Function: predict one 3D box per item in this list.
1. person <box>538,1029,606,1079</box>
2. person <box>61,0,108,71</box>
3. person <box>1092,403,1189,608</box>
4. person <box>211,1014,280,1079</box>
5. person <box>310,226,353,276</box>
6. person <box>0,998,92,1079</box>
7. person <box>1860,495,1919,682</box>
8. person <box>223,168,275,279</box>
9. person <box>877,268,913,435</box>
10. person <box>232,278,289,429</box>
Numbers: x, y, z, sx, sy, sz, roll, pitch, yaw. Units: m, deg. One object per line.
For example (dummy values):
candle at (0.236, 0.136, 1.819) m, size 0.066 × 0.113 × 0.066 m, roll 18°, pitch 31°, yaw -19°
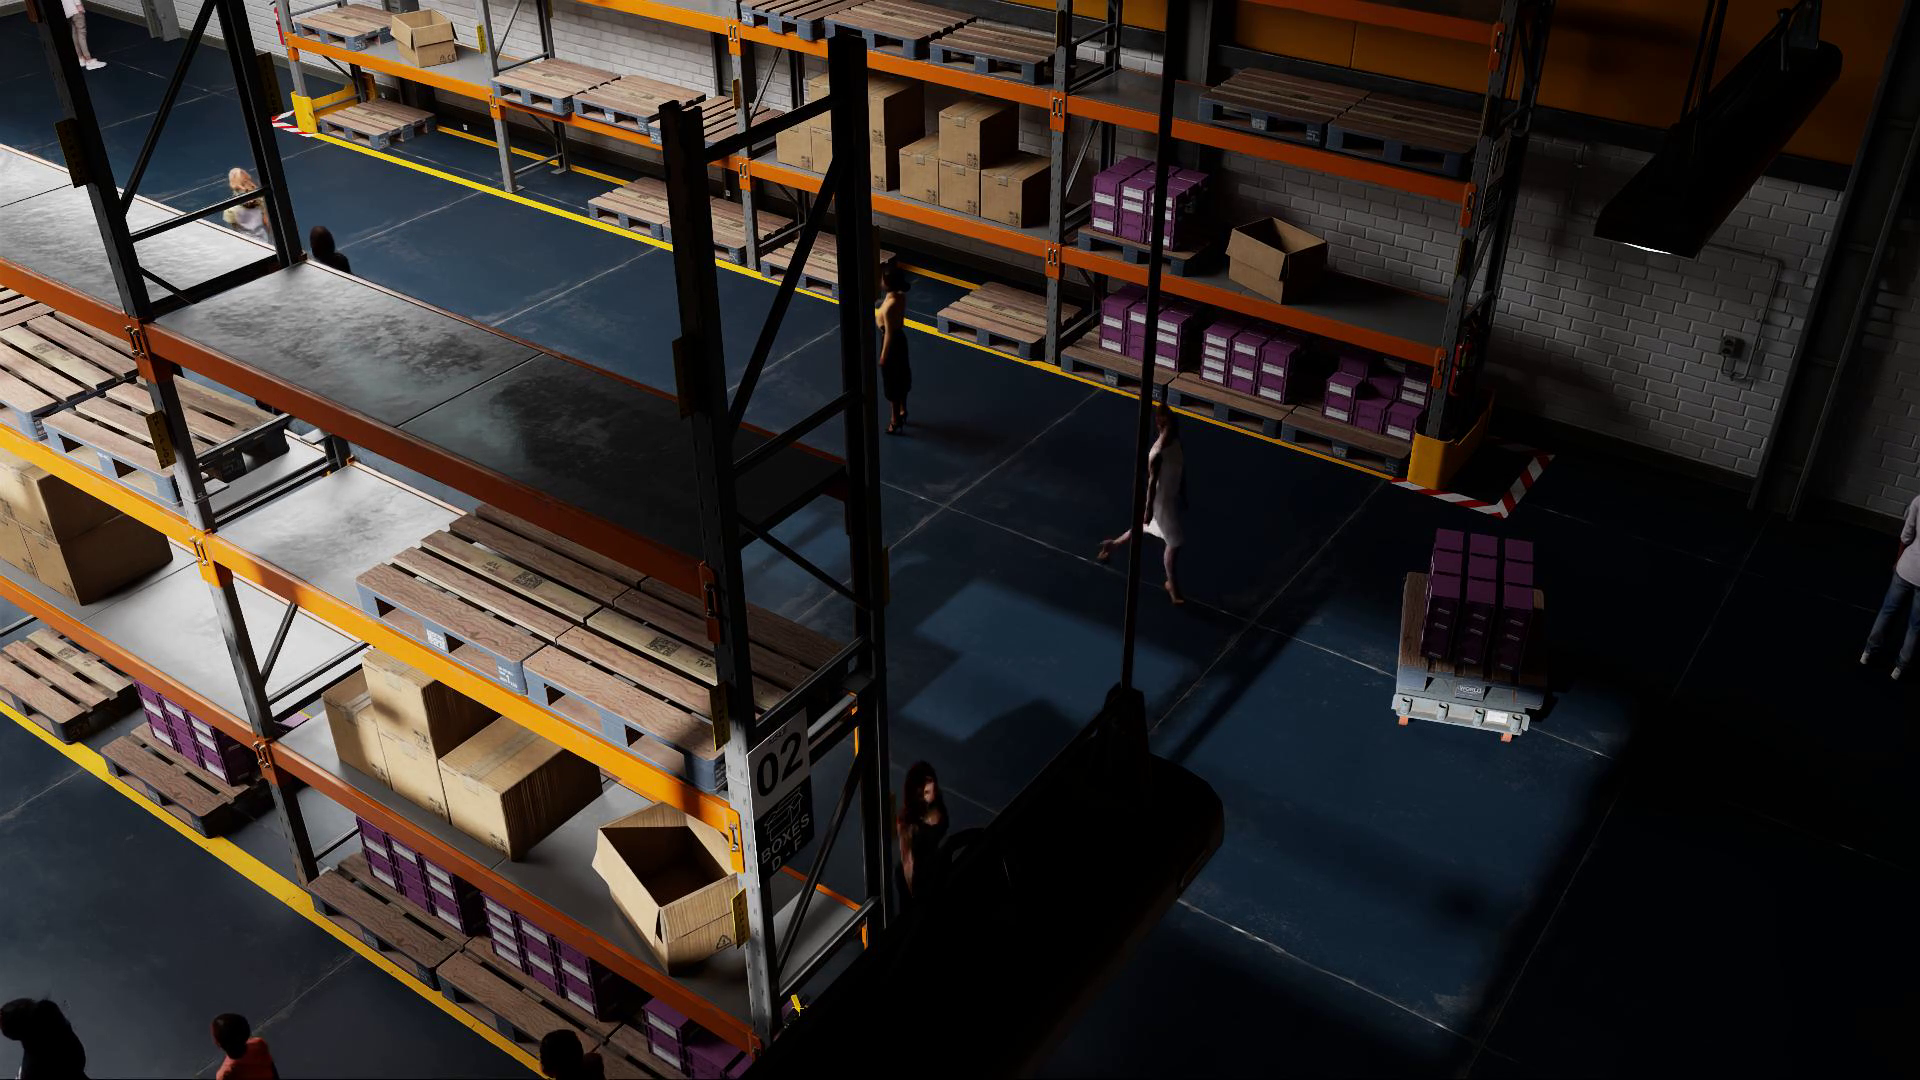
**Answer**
person at (-1.735, 3.019, 8.090) m, size 0.912 × 1.769 × 0.774 m, roll 13°, pitch 36°, yaw 18°
person at (-13.038, -7.868, 24.404) m, size 0.558 × 1.841 × 0.763 m, roll 28°, pitch 43°, yaw 36°
person at (1.505, -0.297, 13.092) m, size 1.097 × 1.754 × 0.593 m, roll 19°, pitch 38°, yaw 27°
person at (-3.584, 2.961, 8.607) m, size 0.898 × 1.294 × 0.596 m, roll 12°, pitch 36°, yaw 18°
person at (-5.985, -2.222, 16.101) m, size 0.655 × 1.629 × 0.613 m, roll 26°, pitch 41°, yaw 33°
person at (-4.436, 2.892, 8.316) m, size 0.755 × 1.731 × 0.686 m, roll -7°, pitch 34°, yaw -11°
person at (7.117, 0.214, 12.271) m, size 0.779 × 1.813 × 0.647 m, roll -20°, pitch 38°, yaw -27°
person at (-7.223, -2.947, 17.143) m, size 1.143 × 1.683 × 0.676 m, roll 24°, pitch 40°, yaw 31°
person at (-0.612, -1.756, 15.378) m, size 0.622 × 1.654 × 0.627 m, roll 10°, pitch 35°, yaw 15°
person at (-6.452, -1.766, 15.399) m, size 0.695 × 1.648 × 0.736 m, roll -23°, pitch 40°, yaw -30°
